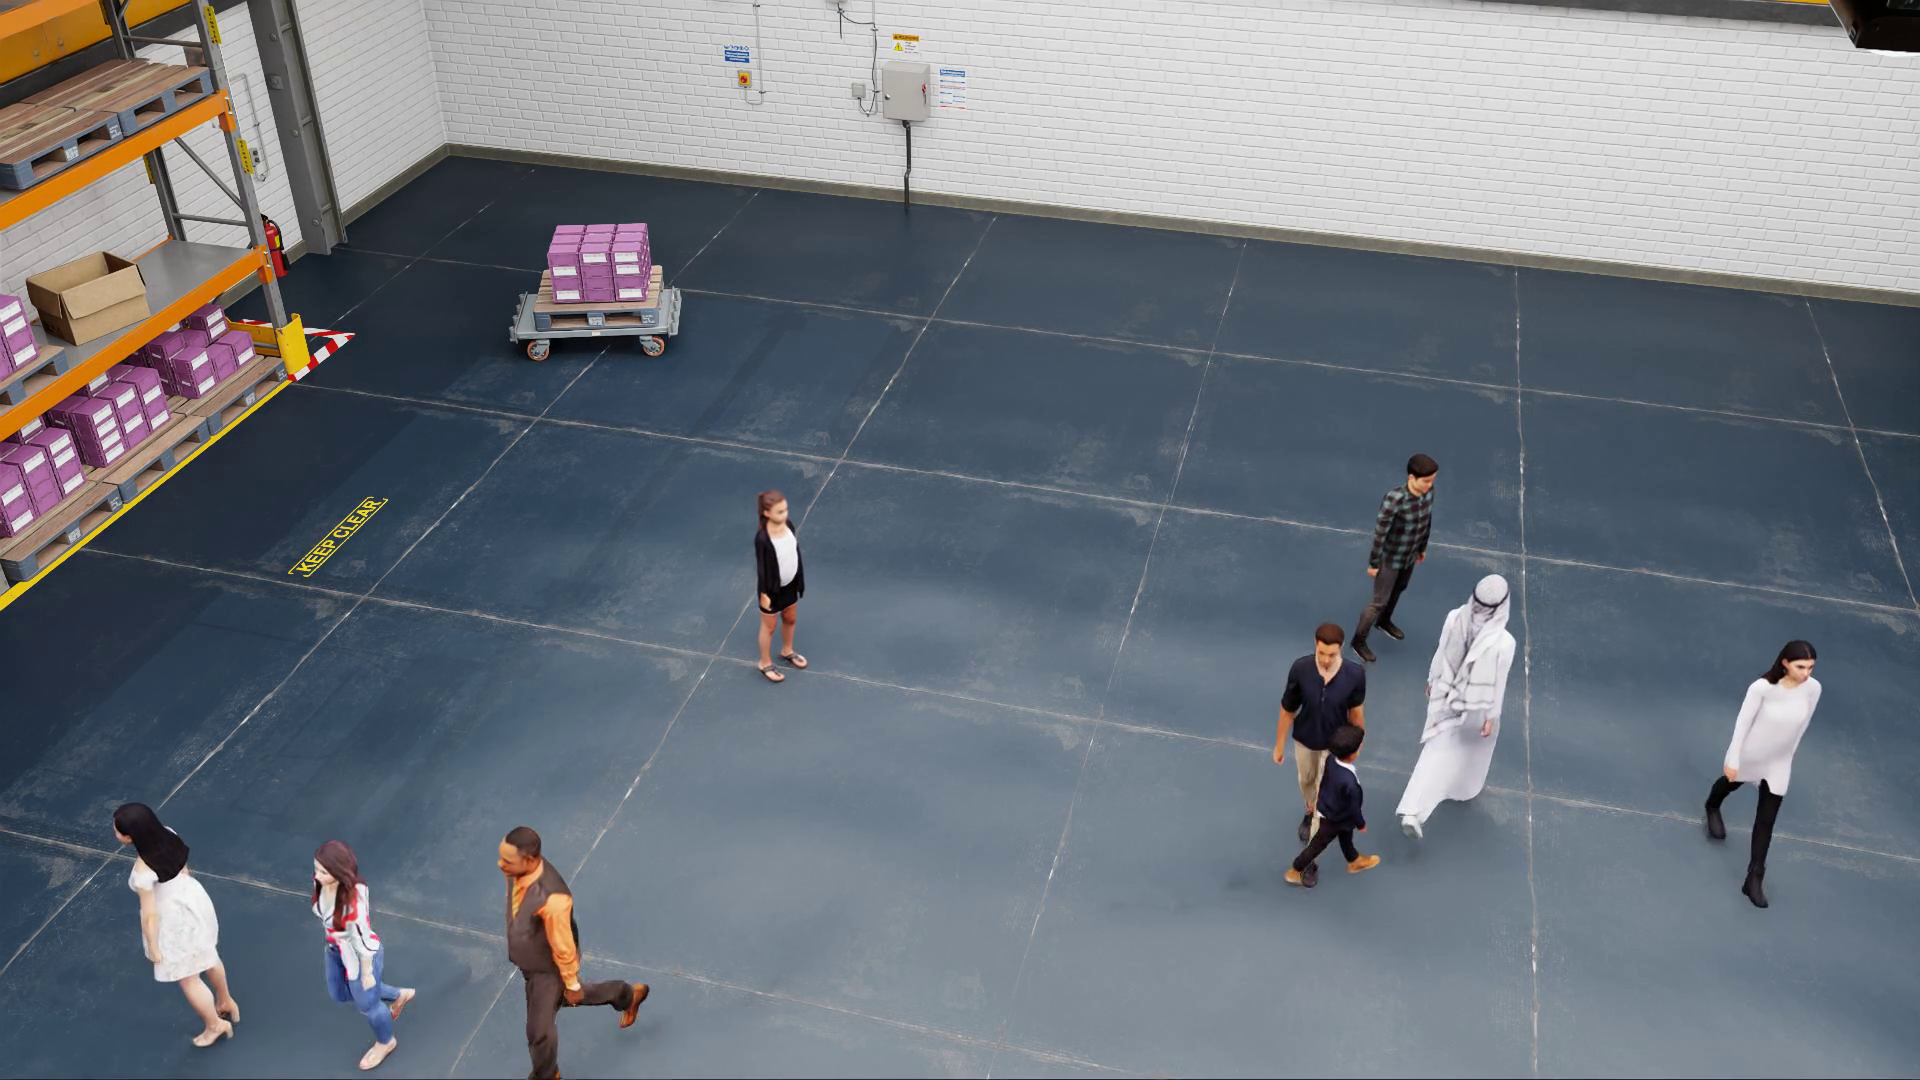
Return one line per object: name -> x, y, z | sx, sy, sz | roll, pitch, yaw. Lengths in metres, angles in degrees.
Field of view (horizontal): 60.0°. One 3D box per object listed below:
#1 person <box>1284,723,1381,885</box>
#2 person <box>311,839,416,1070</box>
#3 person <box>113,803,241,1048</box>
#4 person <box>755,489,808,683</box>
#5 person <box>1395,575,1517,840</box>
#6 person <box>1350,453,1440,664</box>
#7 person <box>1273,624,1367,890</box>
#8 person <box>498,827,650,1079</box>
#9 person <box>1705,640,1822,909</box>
person -> 2.280, 1.689, 10.344 | 0.755, 1.190, 0.860 | -3, 34, -5
person -> -3.268, 2.225, 9.165 | 0.737, 1.602, 0.800 | 24, 41, 32
person -> -4.294, 2.119, 9.175 | 0.768, 1.767, 0.651 | 2, 34, 2
person -> -1.334, 0.303, 12.102 | 0.604, 1.553, 0.685 | -29, 43, -36
person -> 3.181, 1.094, 10.610 | 1.053, 1.887, 1.321 | 26, 42, 34
person -> 3.188, 0.080, 12.137 | 0.858, 1.696, 0.920 | -22, 39, -29
person -> 2.290, 1.210, 10.498 | 0.743, 1.816, 1.060 | 12, 36, 18
person -> -2.120, 2.207, 8.941 | 1.279, 1.880, 1.151 | -21, 39, -28
person -> 4.970, 1.316, 10.398 | 0.788, 1.752, 1.228 | 2, 34, 3
